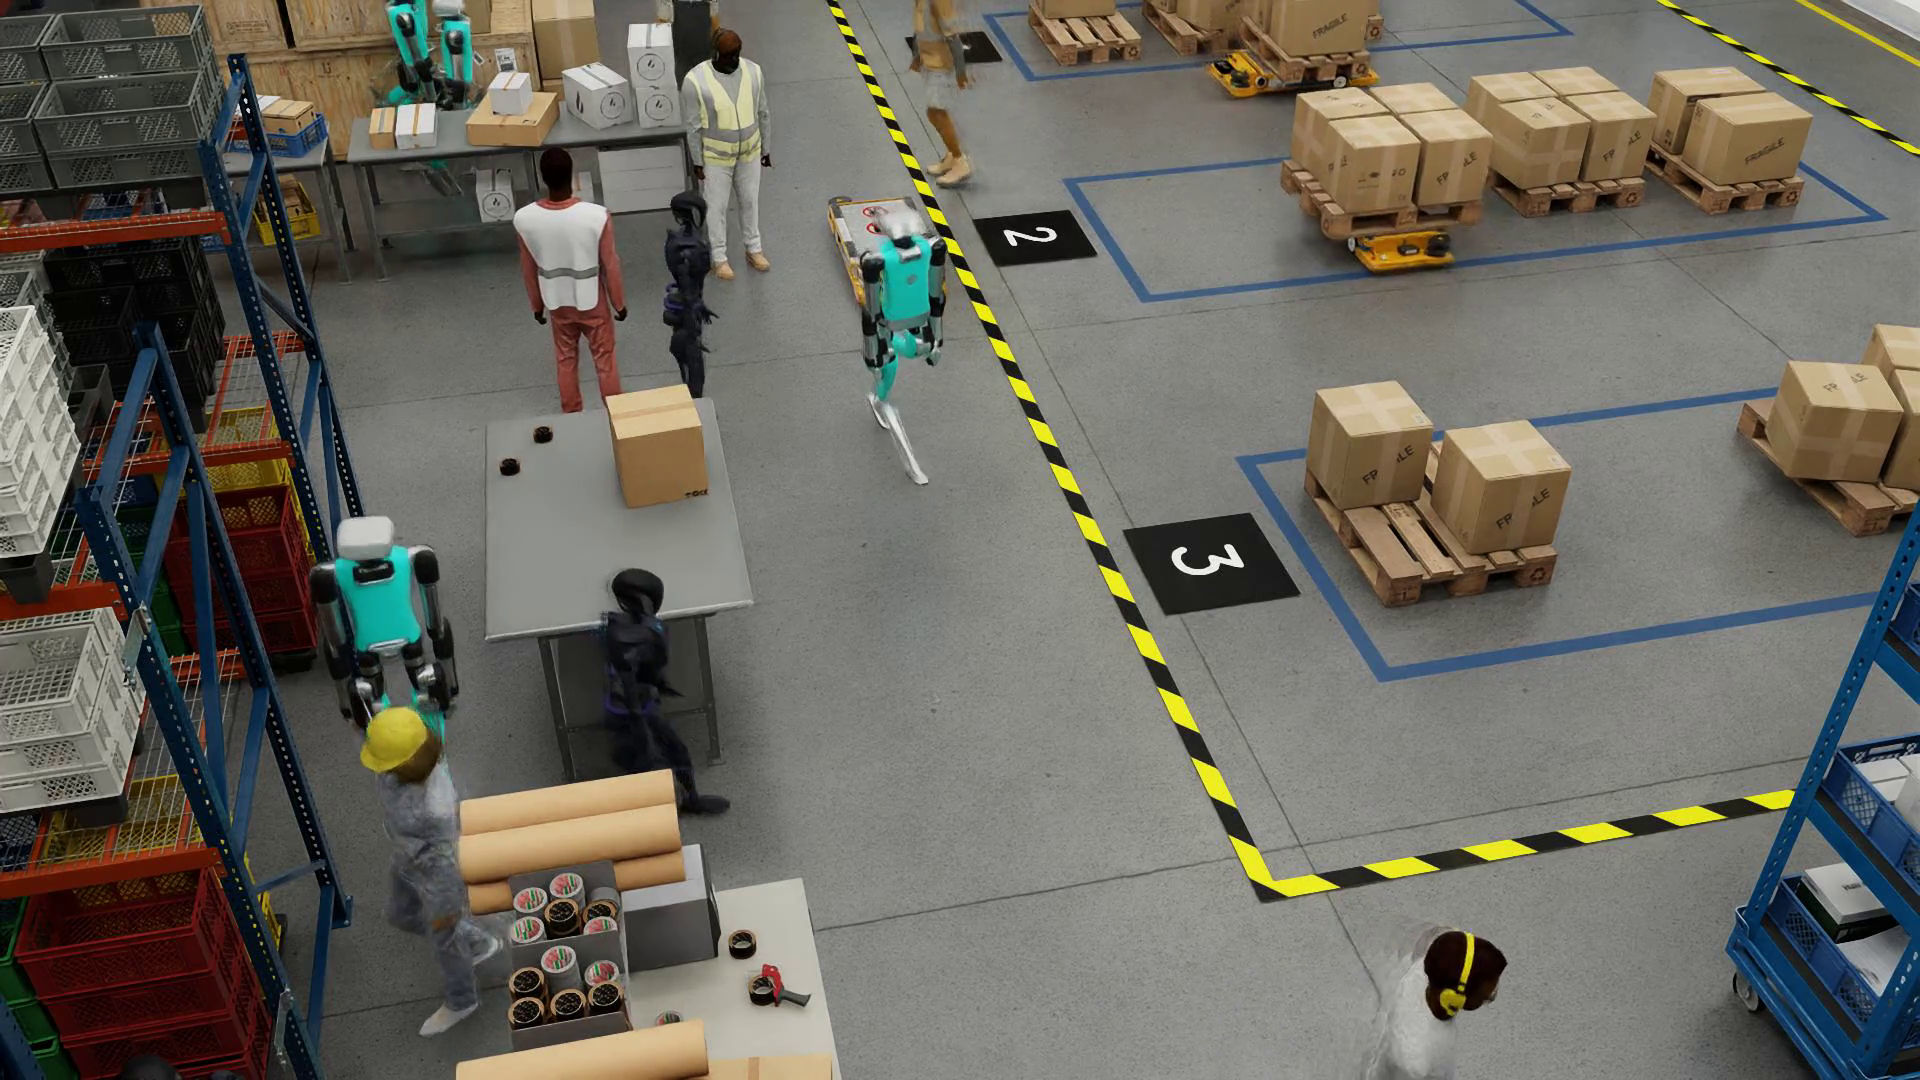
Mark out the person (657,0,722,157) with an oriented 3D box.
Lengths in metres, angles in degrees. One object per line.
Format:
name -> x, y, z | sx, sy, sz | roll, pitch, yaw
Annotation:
person -> -2.161, -3.905, 13.491 | 0.544, 1.829, 0.415 | -15, 39, -19

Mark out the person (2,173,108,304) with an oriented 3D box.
person -> -5.821, -1.807, 10.728 | 0.326, 1.765, 0.525 | 11, 38, 15

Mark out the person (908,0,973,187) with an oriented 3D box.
person -> -0.206, -3.831, 13.257 | 0.542, 1.994, 0.630 | -10, 38, -13

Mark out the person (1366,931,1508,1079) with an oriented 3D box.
person -> 1.446, 1.936, 5.643 | 0.756, 1.837, 0.516 | 12, 38, 16

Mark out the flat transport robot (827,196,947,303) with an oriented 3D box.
flat transport robot -> -0.570, -2.220, 12.538 | 0.659, 0.231, 1.431 | -8, 37, -10

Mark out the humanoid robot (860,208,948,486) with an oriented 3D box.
humanoid robot -> -0.462, -1.285, 10.092 | 0.530, 1.778, 1.027 | -18, 40, -22

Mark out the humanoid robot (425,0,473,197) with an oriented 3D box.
humanoid robot -> -3.963, -3.240, 12.713 | 0.661, 1.834, 0.551 | -7, 37, -9

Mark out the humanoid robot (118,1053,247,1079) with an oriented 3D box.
humanoid robot -> -2.421, 2.204, 5.409 | 0.309, 1.654, 0.610 | 19, 41, 24

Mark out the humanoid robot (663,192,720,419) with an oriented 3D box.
humanoid robot -> -1.717, -1.343, 10.183 | 0.464, 1.647, 0.613 | -2, 37, -3

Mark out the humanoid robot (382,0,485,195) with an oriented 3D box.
humanoid robot -> -4.007, -3.558, 13.129 | 0.811, 1.797, 0.530 | -15, 39, -20

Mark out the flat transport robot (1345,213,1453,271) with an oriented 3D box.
flat transport robot -> 3.216, -2.524, 12.923 | 0.652, 0.197, 1.431 | -8, 37, -10

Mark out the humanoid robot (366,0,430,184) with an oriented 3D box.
humanoid robot -> -4.535, -3.706, 13.342 | 0.775, 1.828, 0.545 | -4, 37, -6

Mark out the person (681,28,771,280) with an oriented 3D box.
person -> -1.644, -2.786, 11.992 | 0.628, 1.835, 0.429 | -18, 40, -23

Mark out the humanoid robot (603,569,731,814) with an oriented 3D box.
humanoid robot -> -1.370, 0.759, 7.369 | 0.613, 1.630, 0.597 | 0, 37, 0

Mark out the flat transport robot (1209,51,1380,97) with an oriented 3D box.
flat transport robot -> 3.104, -4.377, 15.414 | 1.431, 0.197, 0.652 | -8, 37, -10

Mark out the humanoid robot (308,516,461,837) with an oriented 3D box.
humanoid robot -> -2.420, 0.827, 7.288 | 0.548, 1.886, 0.767 | -12, 38, -16

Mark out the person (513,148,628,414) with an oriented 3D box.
person -> -2.343, -1.458, 10.142 | 0.592, 1.910, 0.389 | 2, 37, 2

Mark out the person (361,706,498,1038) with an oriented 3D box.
person -> -2.119, 1.299, 6.575 | 0.405, 1.724, 0.528 | -30, 46, -34
